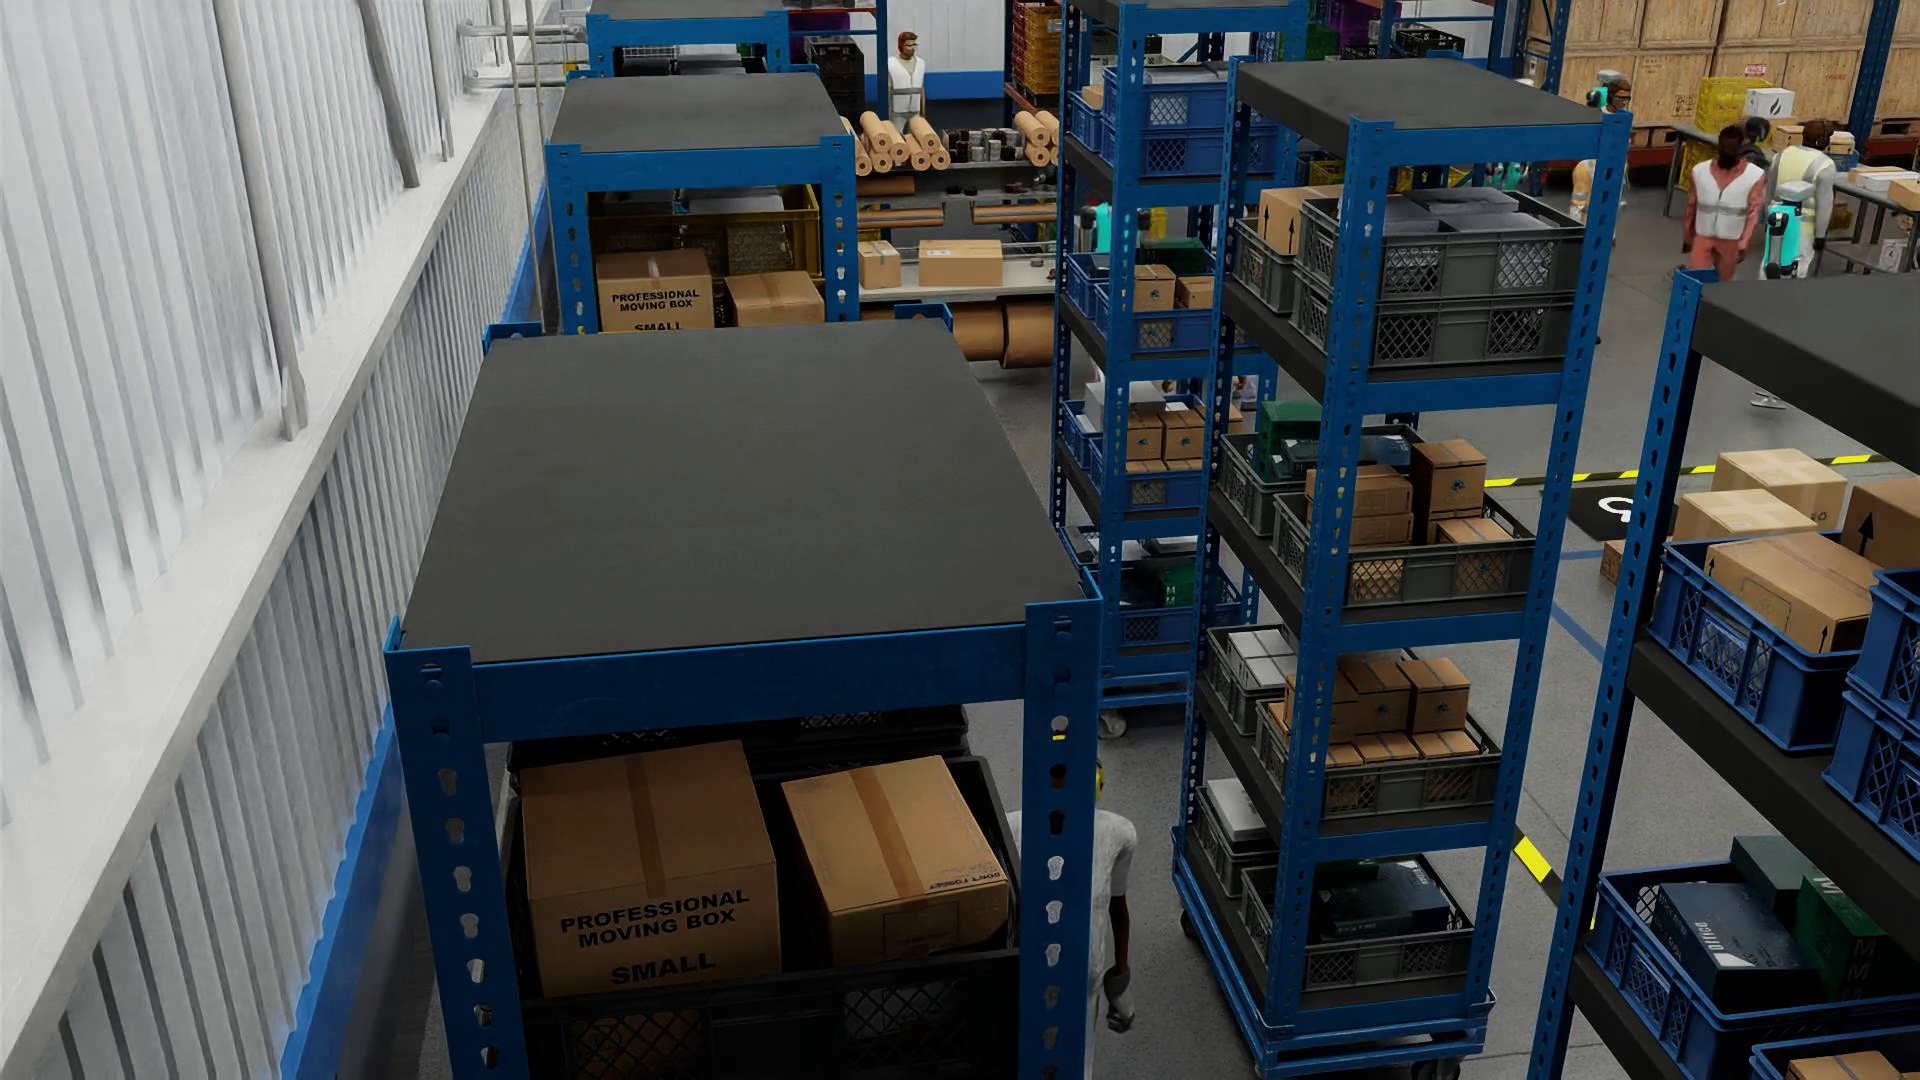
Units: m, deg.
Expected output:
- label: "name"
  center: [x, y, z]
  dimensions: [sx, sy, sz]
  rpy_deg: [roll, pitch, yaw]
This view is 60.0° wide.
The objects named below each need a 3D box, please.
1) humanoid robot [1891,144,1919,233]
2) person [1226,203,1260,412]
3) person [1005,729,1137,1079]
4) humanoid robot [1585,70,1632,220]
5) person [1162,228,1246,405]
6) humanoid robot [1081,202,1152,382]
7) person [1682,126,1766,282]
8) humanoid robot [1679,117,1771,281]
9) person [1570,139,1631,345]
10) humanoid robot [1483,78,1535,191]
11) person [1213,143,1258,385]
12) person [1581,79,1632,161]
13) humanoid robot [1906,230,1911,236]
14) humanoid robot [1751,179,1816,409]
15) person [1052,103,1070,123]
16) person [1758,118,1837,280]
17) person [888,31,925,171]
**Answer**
- label: "humanoid robot"
  center: [9.141, -3.216, 15.668]
  dimensions: [0.609, 1.634, 0.769]
  rpy_deg: [-5, 25, -10]
- label: "person"
  center: [2.185, -1.845, 12.512]
  dimensions: [0.306, 1.772, 0.524]
  rpy_deg: [-14, 28, -28]
- label: "person"
  center: [0.303, 1.430, 5.284]
  dimensions: [0.512, 1.864, 0.329]
  rpy_deg: [-2, 25, -5]
- label: "humanoid robot"
  center: [6.632, -3.818, 16.861]
  dimensions: [0.535, 1.789, 0.750]
  rpy_deg: [-20, 32, -37]
- label: "person"
  center: [1.596, -1.123, 10.846]
  dimensions: [0.596, 1.849, 0.395]
  rpy_deg: [-4, 25, -10]
- label: "humanoid robot"
  center: [1.161, -1.919, 12.814]
  dimensions: [0.540, 1.823, 0.939]
  rpy_deg: [1, 25, 2]
- label: "person"
  center: [6.300, -2.515, 13.864]
  dimensions: [0.583, 1.852, 1.066]
  rpy_deg: [13, 28, 26]
- label: "humanoid robot"
  center: [7.091, -3.095, 15.366]
  dimensions: [0.608, 1.636, 0.585]
  rpy_deg: [9, 26, 20]
- label: "person"
  center: [5.290, -2.551, 13.848]
  dimensions: [0.547, 1.935, 0.374]
  rpy_deg: [-13, 28, -27]
- label: "humanoid robot"
  center: [5.446, -3.771, 16.860]
  dimensions: [0.536, 1.862, 0.751]
  rpy_deg: [-5, 25, -11]
- label: "person"
  center: [2.140, -2.238, 13.053]
  dimensions: [0.409, 2.037, 0.615]
  rpy_deg: [-4, 25, -8]
- label: "person"
  center: [6.216, -3.546, 16.148]
  dimensions: [0.500, 1.831, 0.365]
  rpy_deg: [-8, 26, -17]
- label: "humanoid robot"
  center: [9.921, -3.613, 16.381]
  dimensions: [0.540, 1.733, 0.983]
  rpy_deg: [-4, 25, -9]
- label: "humanoid robot"
  center: [6.217, -1.773, 12.235]
  dimensions: [0.735, 1.677, 0.533]
  rpy_deg: [17, 30, 33]
- label: "person"
  center: [1.080, -4.340, 18.009]
  dimensions: [0.883, 1.696, 0.497]
  rpy_deg: [-7, 26, -15]
- label: "person"
  center: [7.174, -2.686, 14.256]
  dimensions: [0.429, 1.841, 0.633]
  rpy_deg: [-10, 26, -20]
- label: "person"
  center: [-0.634, -4.873, 19.020]
  dimensions: [0.562, 1.836, 0.388]
  rpy_deg: [-17, 30, -33]
